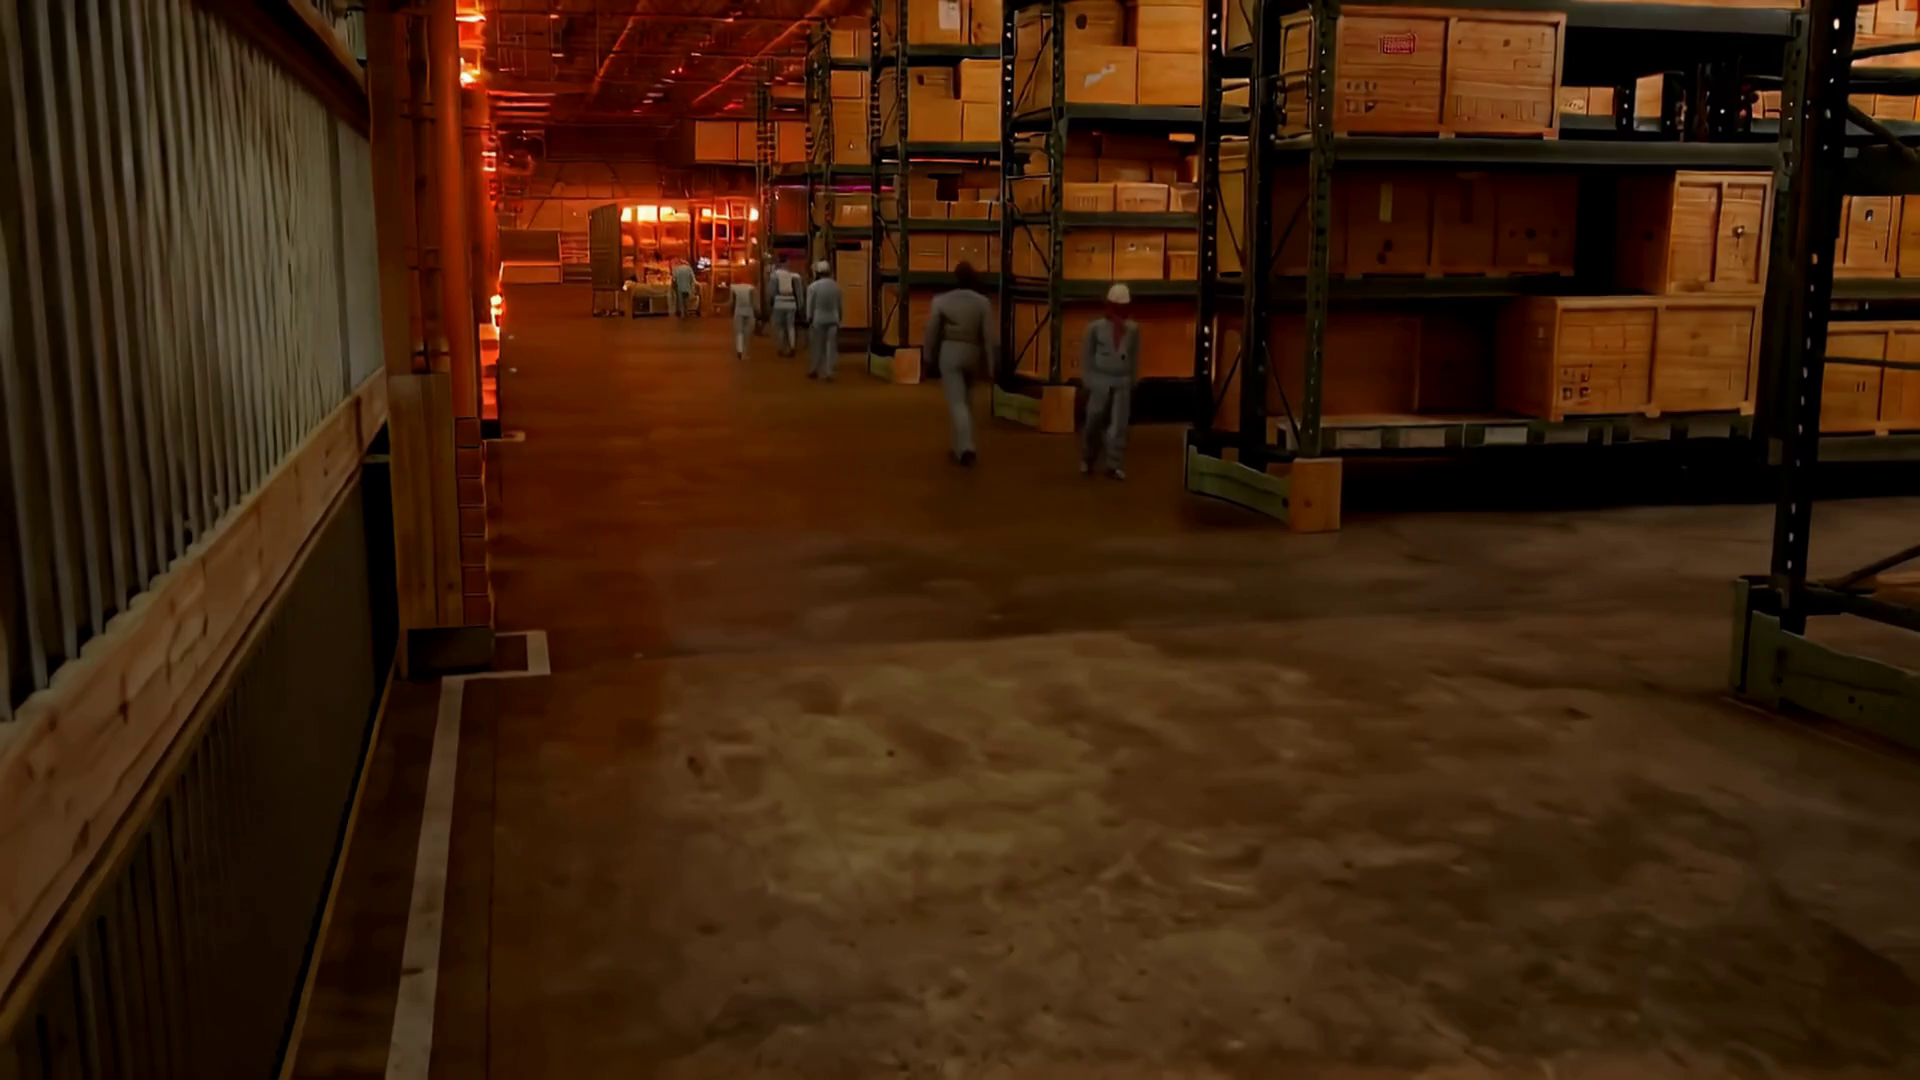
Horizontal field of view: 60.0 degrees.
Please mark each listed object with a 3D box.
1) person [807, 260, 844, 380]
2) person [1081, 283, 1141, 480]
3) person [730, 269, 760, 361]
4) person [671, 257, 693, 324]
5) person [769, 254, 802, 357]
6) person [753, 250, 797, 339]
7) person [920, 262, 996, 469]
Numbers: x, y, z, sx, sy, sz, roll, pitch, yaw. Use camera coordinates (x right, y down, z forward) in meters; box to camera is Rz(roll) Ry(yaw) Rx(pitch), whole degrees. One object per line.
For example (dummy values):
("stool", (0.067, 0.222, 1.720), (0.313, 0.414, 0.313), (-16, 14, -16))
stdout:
("person", (-2.074, -3.345, 25.366), (0.599, 1.800, 0.748), (-3, 11, -19))
("person", (1.308, -1.386, 14.527), (0.496, 1.718, 0.611), (-3, 10, -15))
("person", (-3.797, -3.971, 29.406), (0.536, 1.624, 0.375), (1, 10, 5))
("person", (-7.253, -6.507, 43.407), (0.561, 1.753, 0.331), (-2, 10, -10))
("person", (-3.215, -4.317, 30.640), (0.617, 1.887, 1.032), (-3, 10, -16))
("person", (-4.038, -5.369, 36.459), (0.940, 1.952, 0.619), (0, 10, 0))
("person", (0.019, -1.607, 15.334), (0.640, 1.889, 1.057), (-4, 11, -21))
